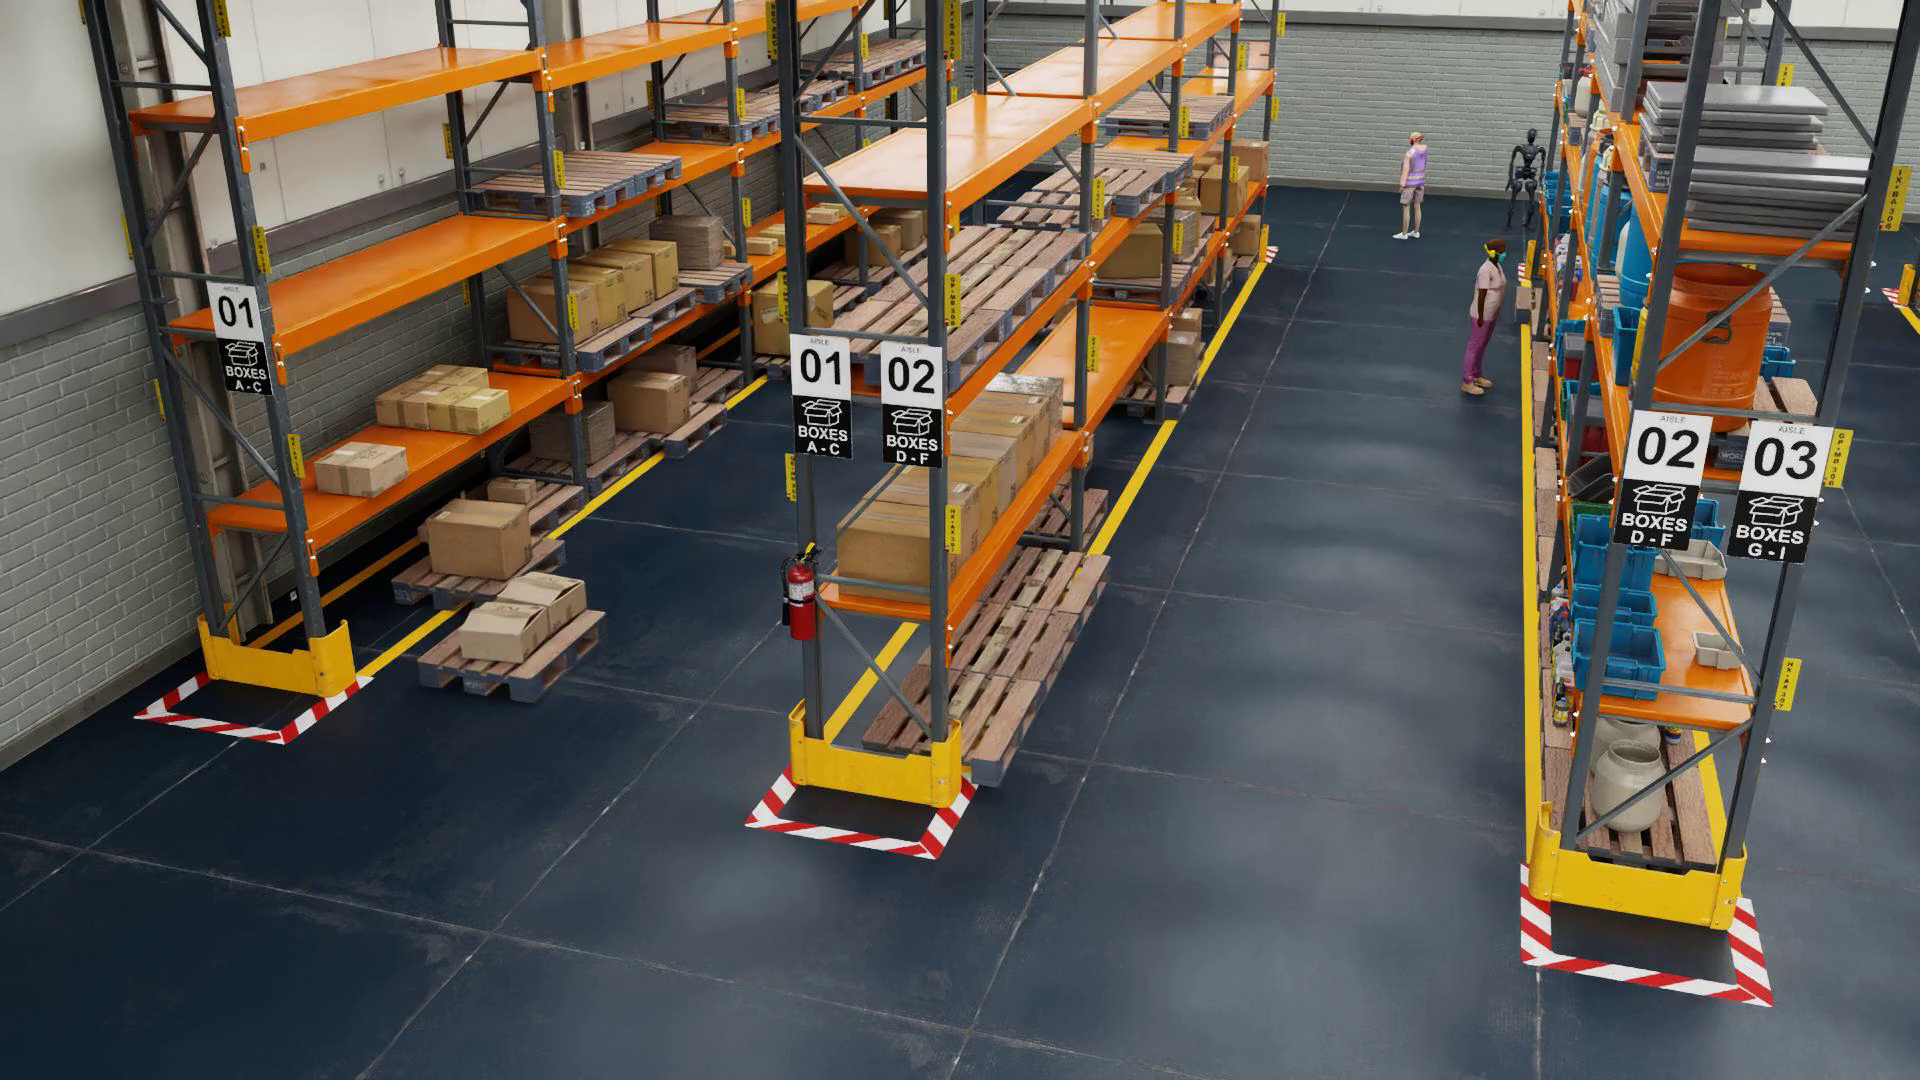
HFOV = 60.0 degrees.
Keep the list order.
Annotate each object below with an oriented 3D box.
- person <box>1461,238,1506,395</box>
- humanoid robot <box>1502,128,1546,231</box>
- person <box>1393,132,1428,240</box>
[{"bbox_3d":[6.101,-2.606,19.281,0.330,1.800,0.538,15,28,31],"label":"person"},{"bbox_3d":[9.159,-5.839,26.927,0.599,1.642,0.380,4,24,10],"label":"humanoid robot"},{"bbox_3d":[7.187,-5.623,26.421,0.491,1.688,0.347,-14,27,-30],"label":"person"}]
